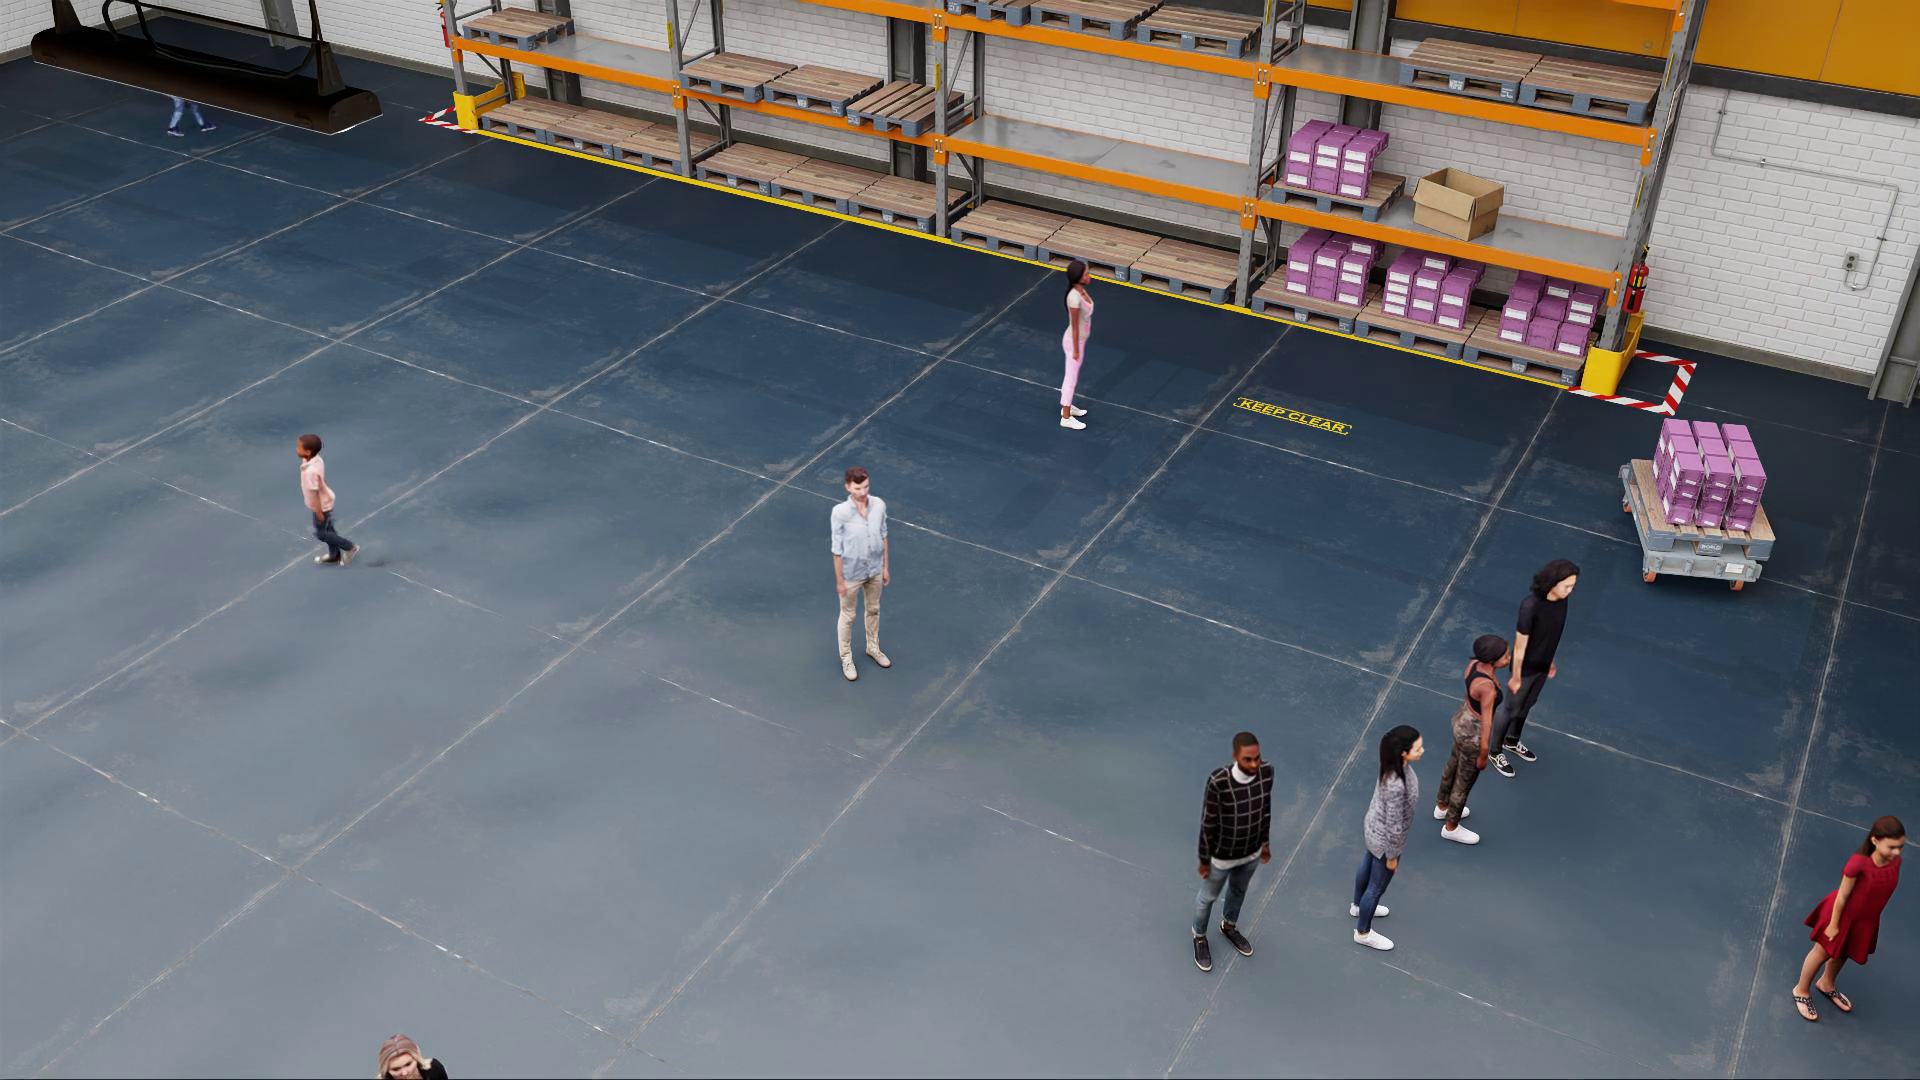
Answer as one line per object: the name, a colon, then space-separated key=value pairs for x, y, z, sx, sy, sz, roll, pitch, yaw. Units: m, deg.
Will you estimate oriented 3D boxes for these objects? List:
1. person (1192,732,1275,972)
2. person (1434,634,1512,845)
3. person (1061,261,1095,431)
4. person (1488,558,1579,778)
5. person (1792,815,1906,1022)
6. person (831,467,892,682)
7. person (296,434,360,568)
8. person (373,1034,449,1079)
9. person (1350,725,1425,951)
person: x=1.725 y=1.926 z=10.554 sx=0.746 sy=1.820 sz=0.777 roll=-12 pitch=35 yaw=-17
person: x=3.552 y=1.347 z=11.534 sx=0.668 sy=1.700 sz=0.663 roll=1 pitch=34 yaw=1
person: x=1.144 y=-1.953 z=16.462 sx=0.628 sy=1.740 sz=0.639 roll=5 pitch=34 yaw=7
person: x=4.164 y=0.879 z=12.120 sx=0.706 sy=1.831 sz=0.663 roll=-23 pitch=40 yaw=-30
person: x=5.498 y=2.294 z=10.242 sx=0.684 sy=1.553 sz=0.744 roll=-9 pitch=35 yaw=-13
person: x=-0.782 y=0.227 z=13.086 sx=0.730 sy=1.847 sz=0.728 roll=-18 pitch=38 yaw=-25
person: x=-5.479 y=-0.329 z=14.417 sx=0.747 sy=1.300 sz=0.684 roll=-7 pitch=34 yaw=-10
person: x=-2.823 y=3.204 z=8.752 sx=0.679 sy=1.686 sz=0.667 roll=-22 pitch=39 yaw=-30
person: x=2.740 y=1.875 z=10.710 sx=0.656 sy=1.732 sz=0.687 roll=4 pitch=34 yaw=6
